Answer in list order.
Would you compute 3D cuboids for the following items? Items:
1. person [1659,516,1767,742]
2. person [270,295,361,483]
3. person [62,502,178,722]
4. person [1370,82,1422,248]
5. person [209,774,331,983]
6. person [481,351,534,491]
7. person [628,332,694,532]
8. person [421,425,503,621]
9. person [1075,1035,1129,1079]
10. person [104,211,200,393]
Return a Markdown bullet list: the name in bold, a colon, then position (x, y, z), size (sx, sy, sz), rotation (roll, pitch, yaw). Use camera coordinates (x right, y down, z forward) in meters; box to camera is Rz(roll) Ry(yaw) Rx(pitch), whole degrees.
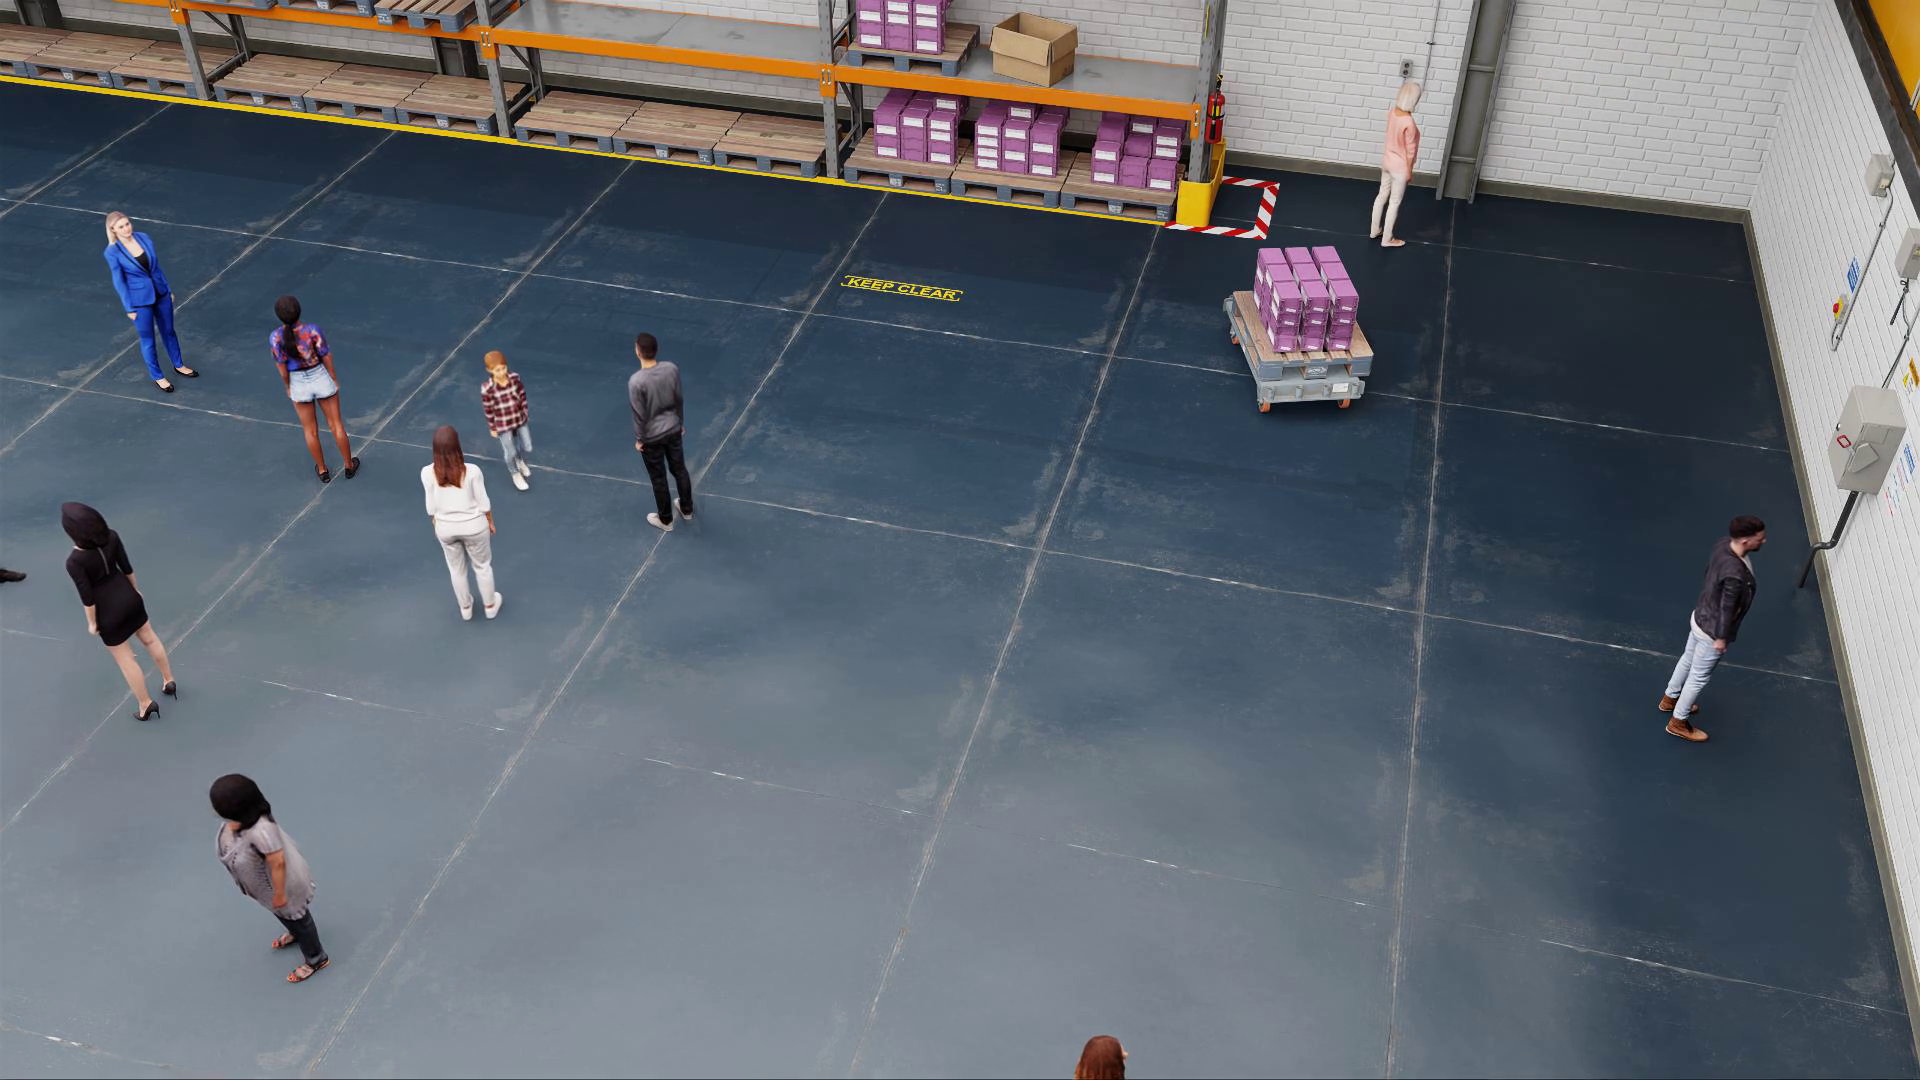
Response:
- **person**: position (5.088, 0.567, 11.249), size (0.571, 1.837, 0.674), rotation (6, 39, 7)
- **person**: position (-5.297, -1.245, 13.593), size (0.628, 1.743, 0.730), rotation (-11, 40, -14)
- **person**: position (-5.761, 0.485, 11.376), size (0.520, 1.807, 0.614), rotation (14, 41, 17)
- **person**: position (4.418, -3.807, 16.816), size (0.708, 1.725, 0.680), rotation (-14, 41, -16)
- **person**: position (-4.022, 1.923, 9.730), size (0.836, 1.614, 0.771), rotation (-23, 44, -26)
- **person**: position (-3.739, -1.019, 13.667), size (0.654, 1.298, 0.706), rotation (-28, 46, -30)
- **person**: position (-2.362, -0.855, 13.090), size (0.700, 1.760, 0.718), rotation (-29, 47, -31)
- **person**: position (-3.658, -0.108, 12.213), size (0.629, 1.688, 0.747), rotation (-7, 39, -8)
- **person**: position (0.670, 3.017, 8.281), size (0.677, 1.711, 0.647), rotation (-10, 40, -13)
- **person**: position (-7.211, -2.137, 14.744), size (0.628, 1.701, 0.677), rotation (19, 42, 22)
